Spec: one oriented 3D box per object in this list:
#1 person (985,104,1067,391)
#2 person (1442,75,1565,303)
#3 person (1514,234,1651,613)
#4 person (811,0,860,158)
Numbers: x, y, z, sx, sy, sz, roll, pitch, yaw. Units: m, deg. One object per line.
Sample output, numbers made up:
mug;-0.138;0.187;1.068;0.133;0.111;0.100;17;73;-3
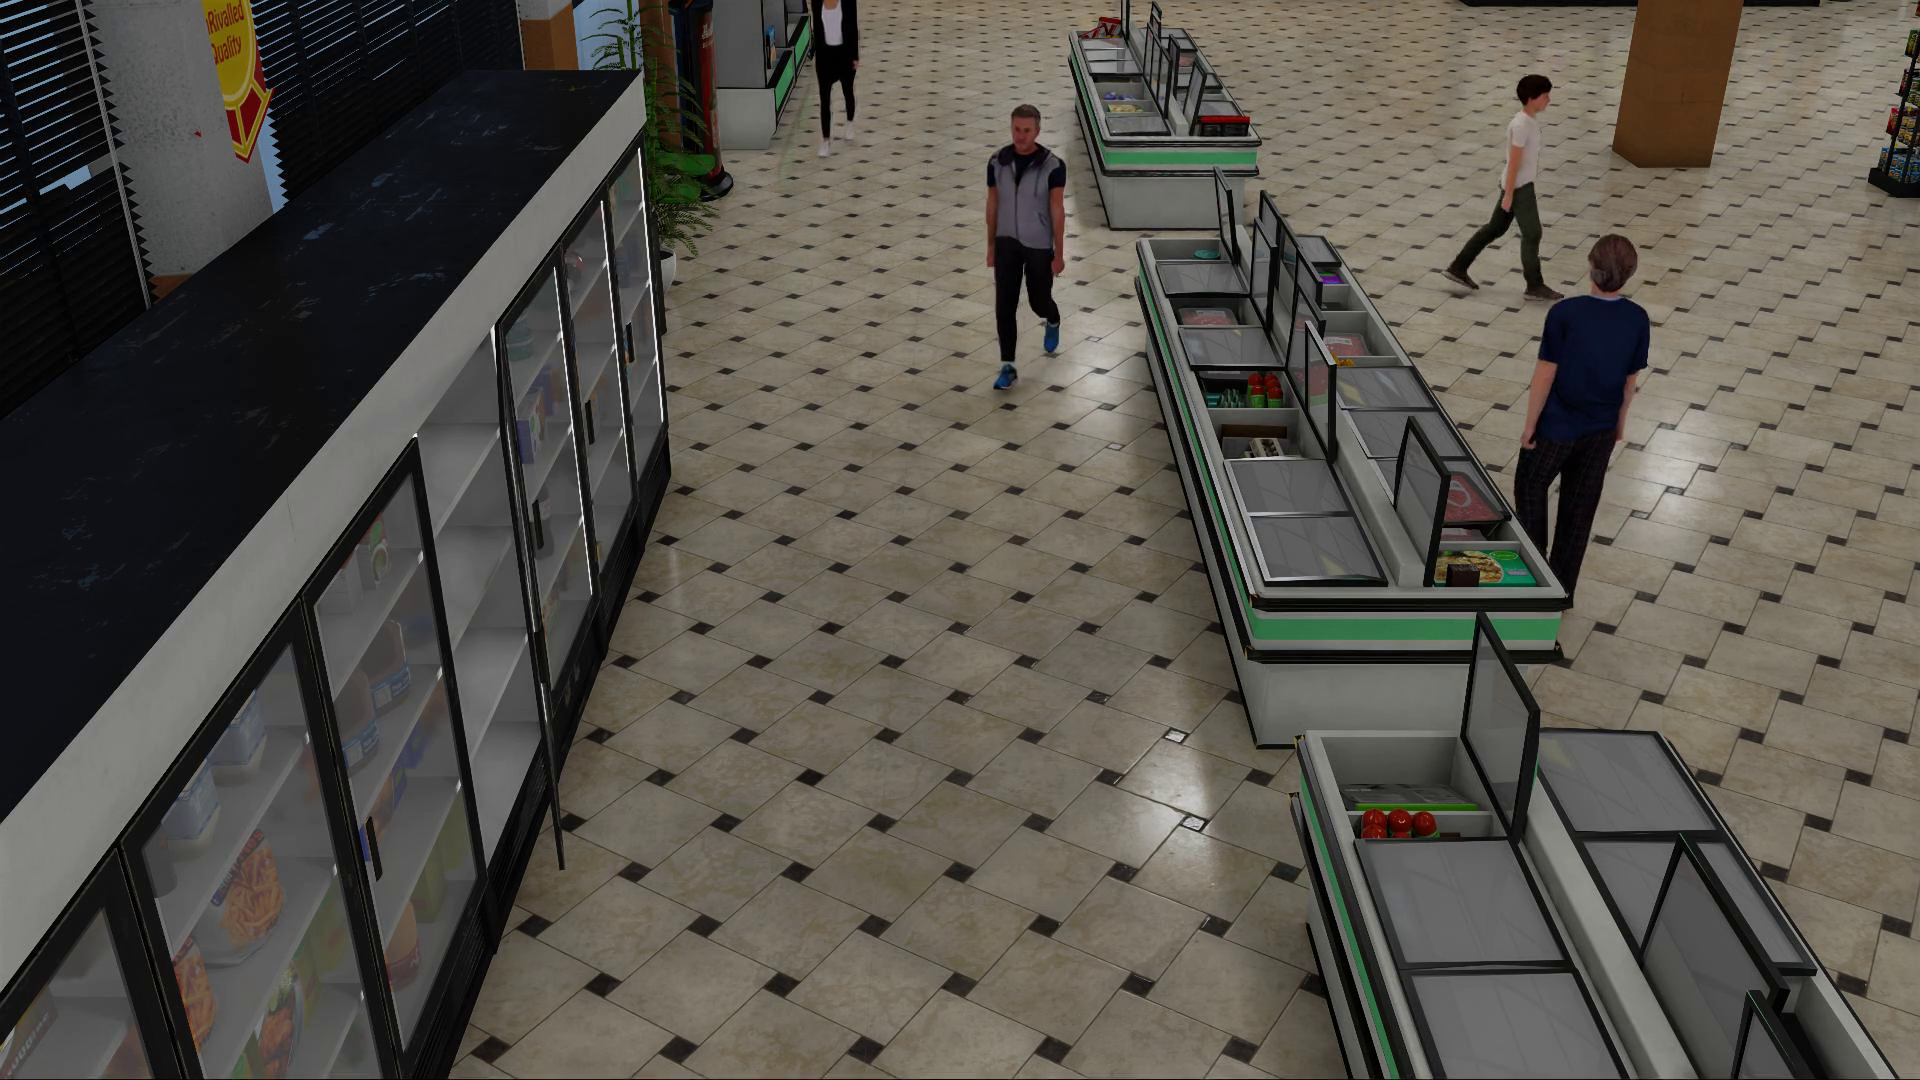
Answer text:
person;0.453;-1.872;10.596;0.916;1.801;1.130;11;29;20
person;3.980;-2.551;12.139;0.940;1.616;1.128;11;29;20
person;2.911;-0.483;7.795;0.702;1.856;0.696;2;27;4
person;-1.165;-4.655;16.138;0.710;1.752;1.228;3;27;6
